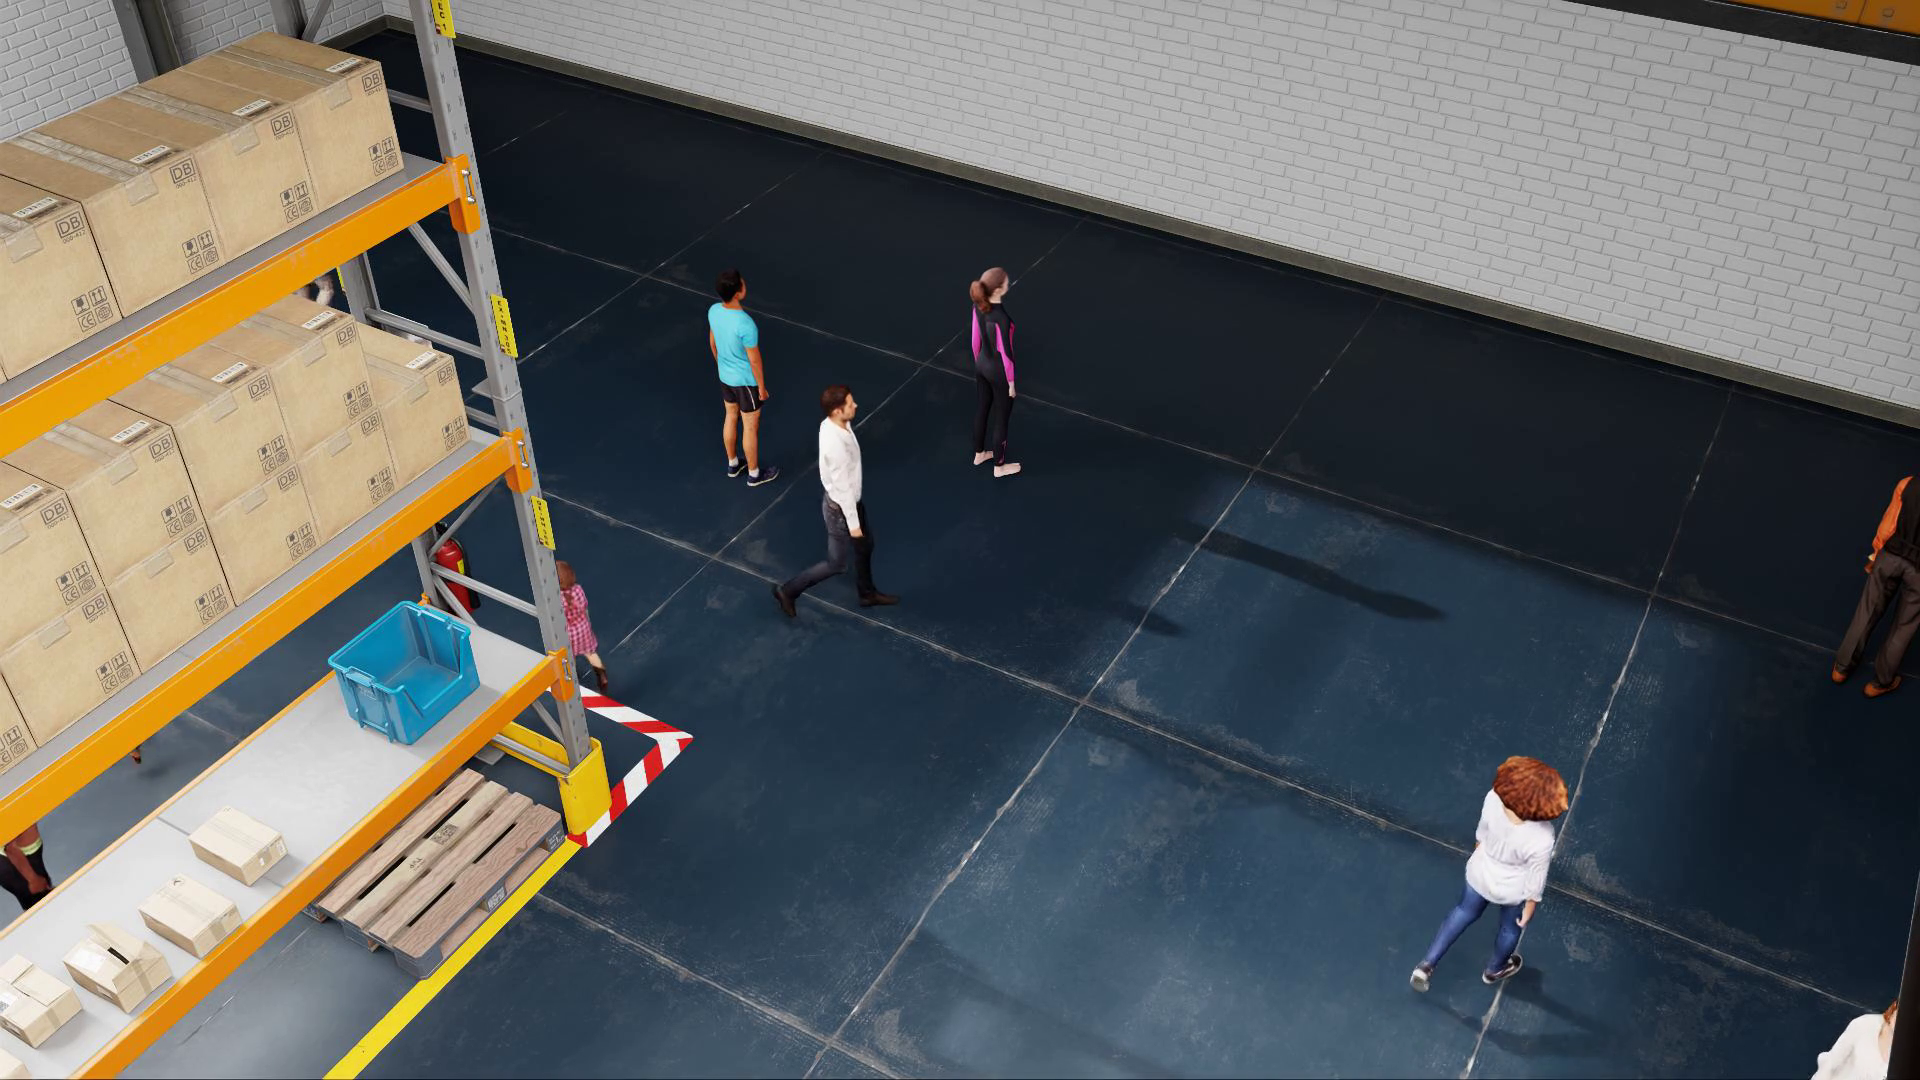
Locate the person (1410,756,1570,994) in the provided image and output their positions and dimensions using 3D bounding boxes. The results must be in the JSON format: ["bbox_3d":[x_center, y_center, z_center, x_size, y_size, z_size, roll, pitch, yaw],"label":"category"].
[{"bbox_3d":[2.751,1.786,8.641,1.067,1.687,0.874,-24,44,-27],"label":"person"}]

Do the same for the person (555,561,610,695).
[{"bbox_3d":[-2.471,0.572,10.702,0.569,1.012,0.678,28,47,31],"label":"person"}]

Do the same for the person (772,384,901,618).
[{"bbox_3d":[-0.861,-0.195,10.998,1.097,1.843,1.145,-3,39,-3],"label":"person"}]

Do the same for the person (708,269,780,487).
[{"bbox_3d":[-1.640,-1.200,12.311,0.657,1.774,0.564,28,46,30],"label":"person"}]

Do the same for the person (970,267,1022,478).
[{"bbox_3d":[0.254,-1.259,12.402,0.663,1.752,0.632,-27,46,-30],"label":"person"}]

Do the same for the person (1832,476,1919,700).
[{"bbox_3d":[5.968,0.191,10.461,0.748,1.908,0.695,31,48,33],"label":"person"}]
